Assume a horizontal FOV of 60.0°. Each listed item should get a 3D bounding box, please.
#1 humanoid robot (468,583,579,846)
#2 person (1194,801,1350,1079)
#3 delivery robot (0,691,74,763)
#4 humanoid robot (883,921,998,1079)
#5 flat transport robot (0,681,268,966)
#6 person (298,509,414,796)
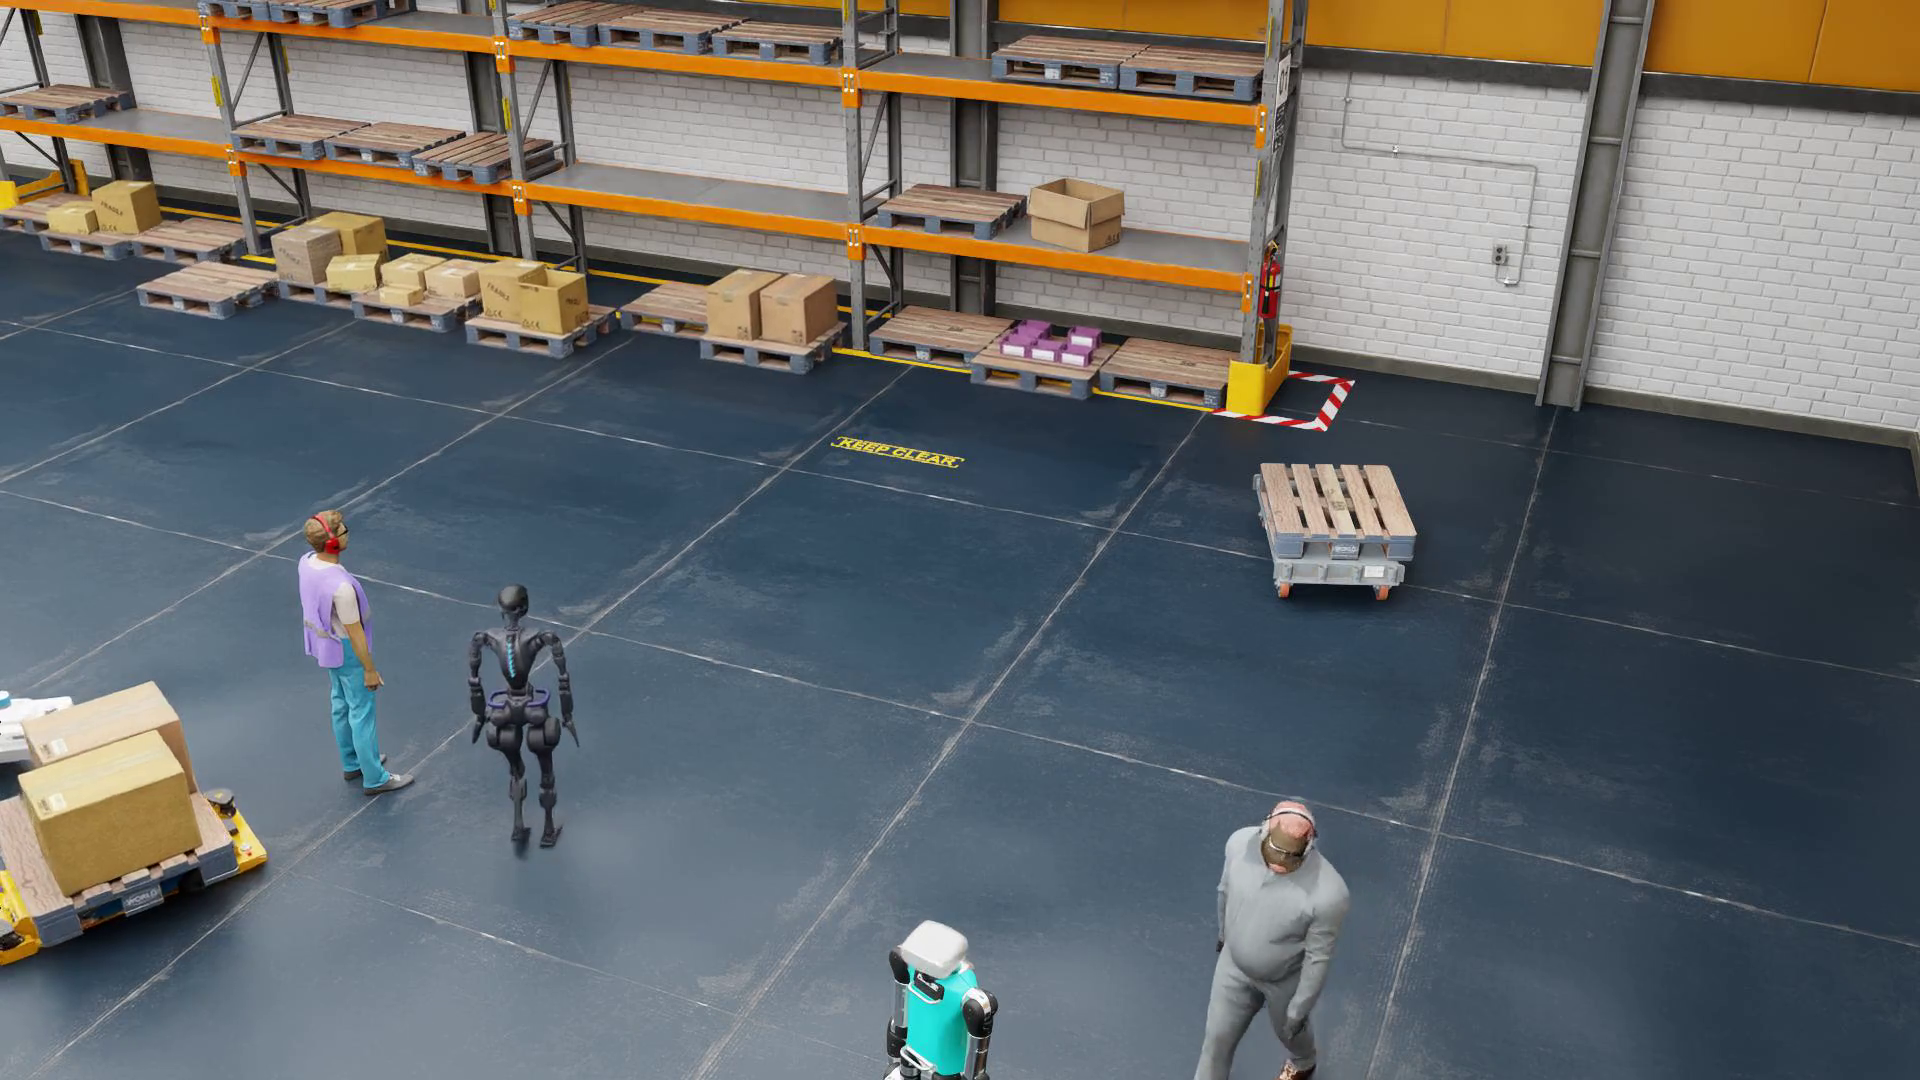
[{"bbox_3d":[-2.487,1.009,9.444,0.611,1.649,0.321,-2,27,-4],"label":"humanoid robot"},{"bbox_3d":[1.404,1.913,7.510,0.650,1.864,0.938,21,34,35],"label":"person"},{"bbox_3d":[-5.856,1.200,10.262,0.739,0.566,0.499,-6,28,-12],"label":"delivery robot"},{"bbox_3d":[-0.242,2.345,6.641,0.735,1.673,0.533,-24,36,-38],"label":"humanoid robot"},{"bbox_3d":[-4.722,1.861,9.323,1.431,0.231,0.659,-20,33,-34],"label":"flat transport robot"},{"bbox_3d":[-3.654,0.681,9.887,0.389,1.849,0.563,-24,36,-39],"label":"person"}]
